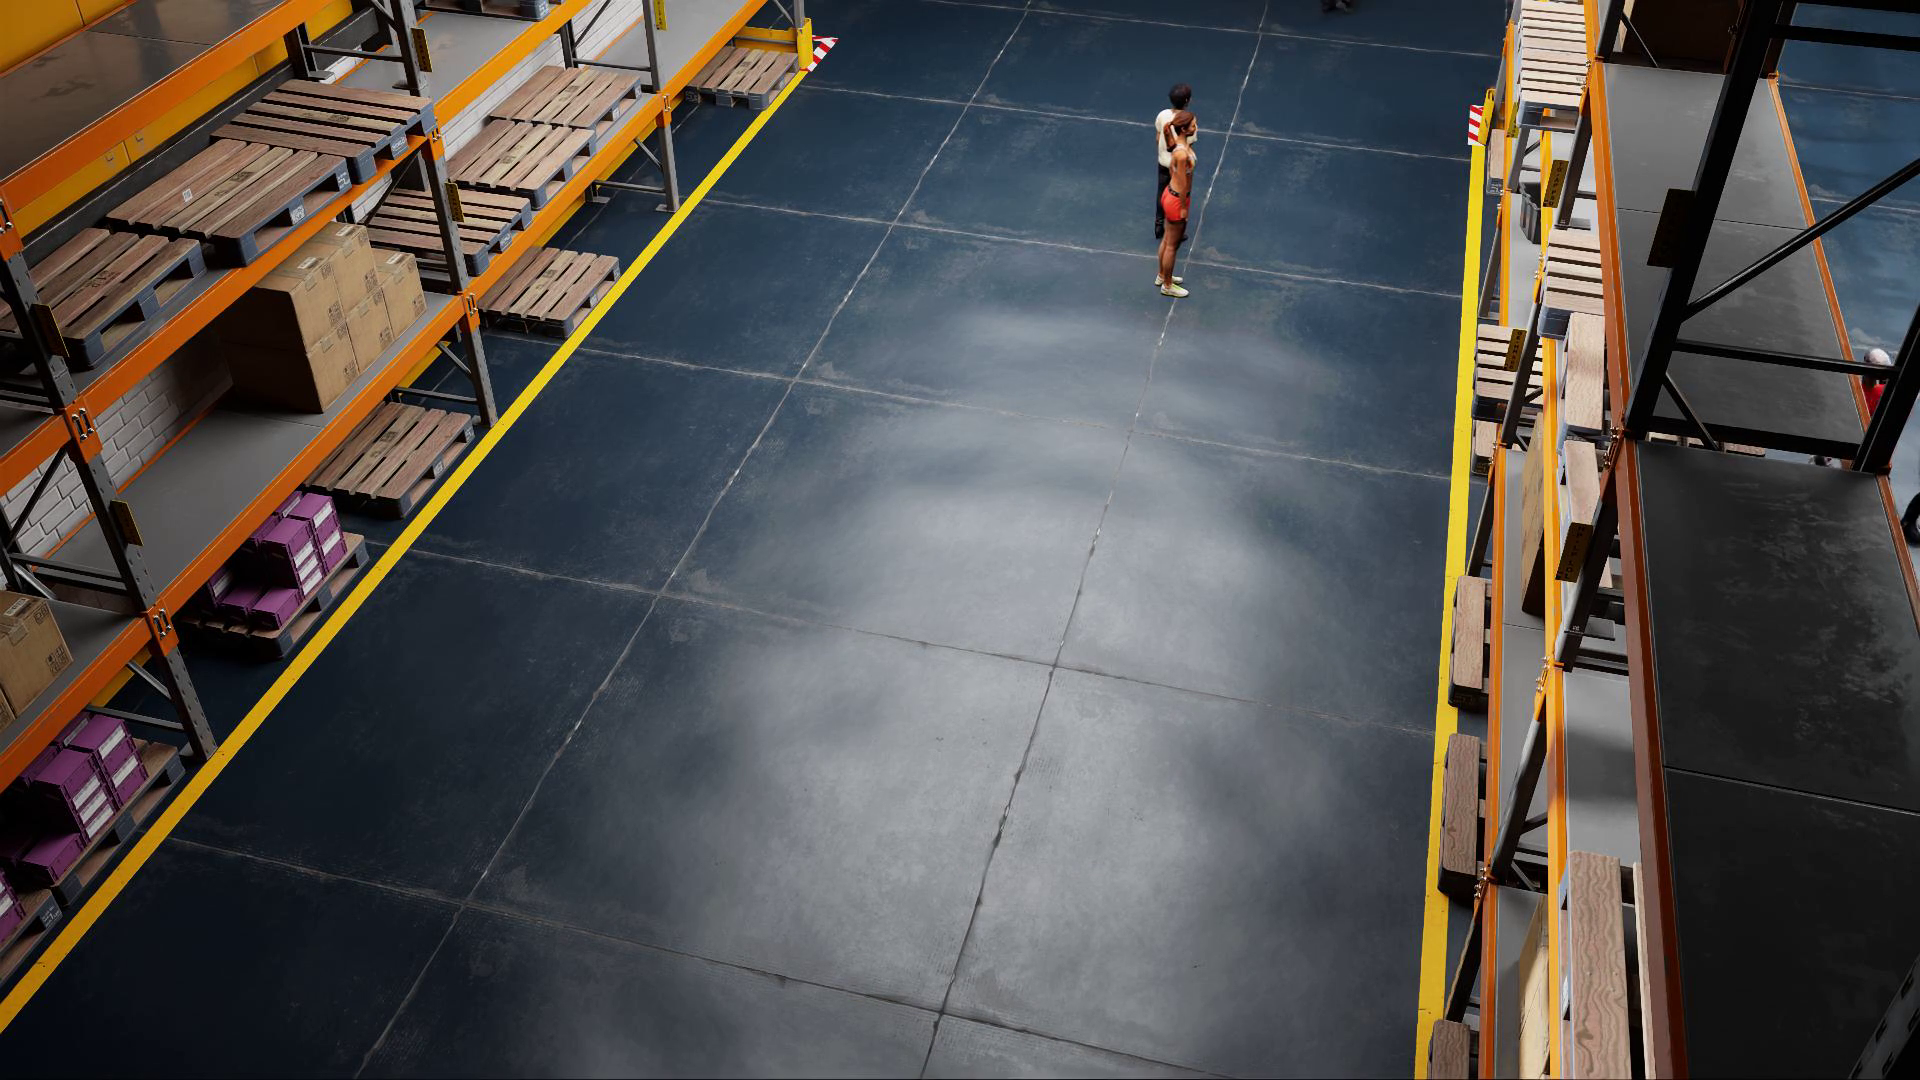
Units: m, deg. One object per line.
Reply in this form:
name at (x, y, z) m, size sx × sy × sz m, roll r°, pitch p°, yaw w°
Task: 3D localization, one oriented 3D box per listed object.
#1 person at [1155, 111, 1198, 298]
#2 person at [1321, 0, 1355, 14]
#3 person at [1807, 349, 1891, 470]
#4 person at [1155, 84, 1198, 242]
person at (1.990, -3.105, 15.314) m, size 0.713 × 1.791 × 0.594 m, roll -2°, pitch 39°, yaw -3°
person at (4.754, -7.502, 20.771) m, size 0.958 × 1.851 × 0.910 m, roll -23°, pitch 44°, yaw -26°
person at (6.598, -0.615, 12.318) m, size 0.748 × 1.639 × 1.197 m, roll 0°, pitch 39°, yaw 0°
person at (2.079, -3.653, 16.162) m, size 0.655 × 1.589 × 0.628 m, roll 29°, pitch 47°, yaw 31°
